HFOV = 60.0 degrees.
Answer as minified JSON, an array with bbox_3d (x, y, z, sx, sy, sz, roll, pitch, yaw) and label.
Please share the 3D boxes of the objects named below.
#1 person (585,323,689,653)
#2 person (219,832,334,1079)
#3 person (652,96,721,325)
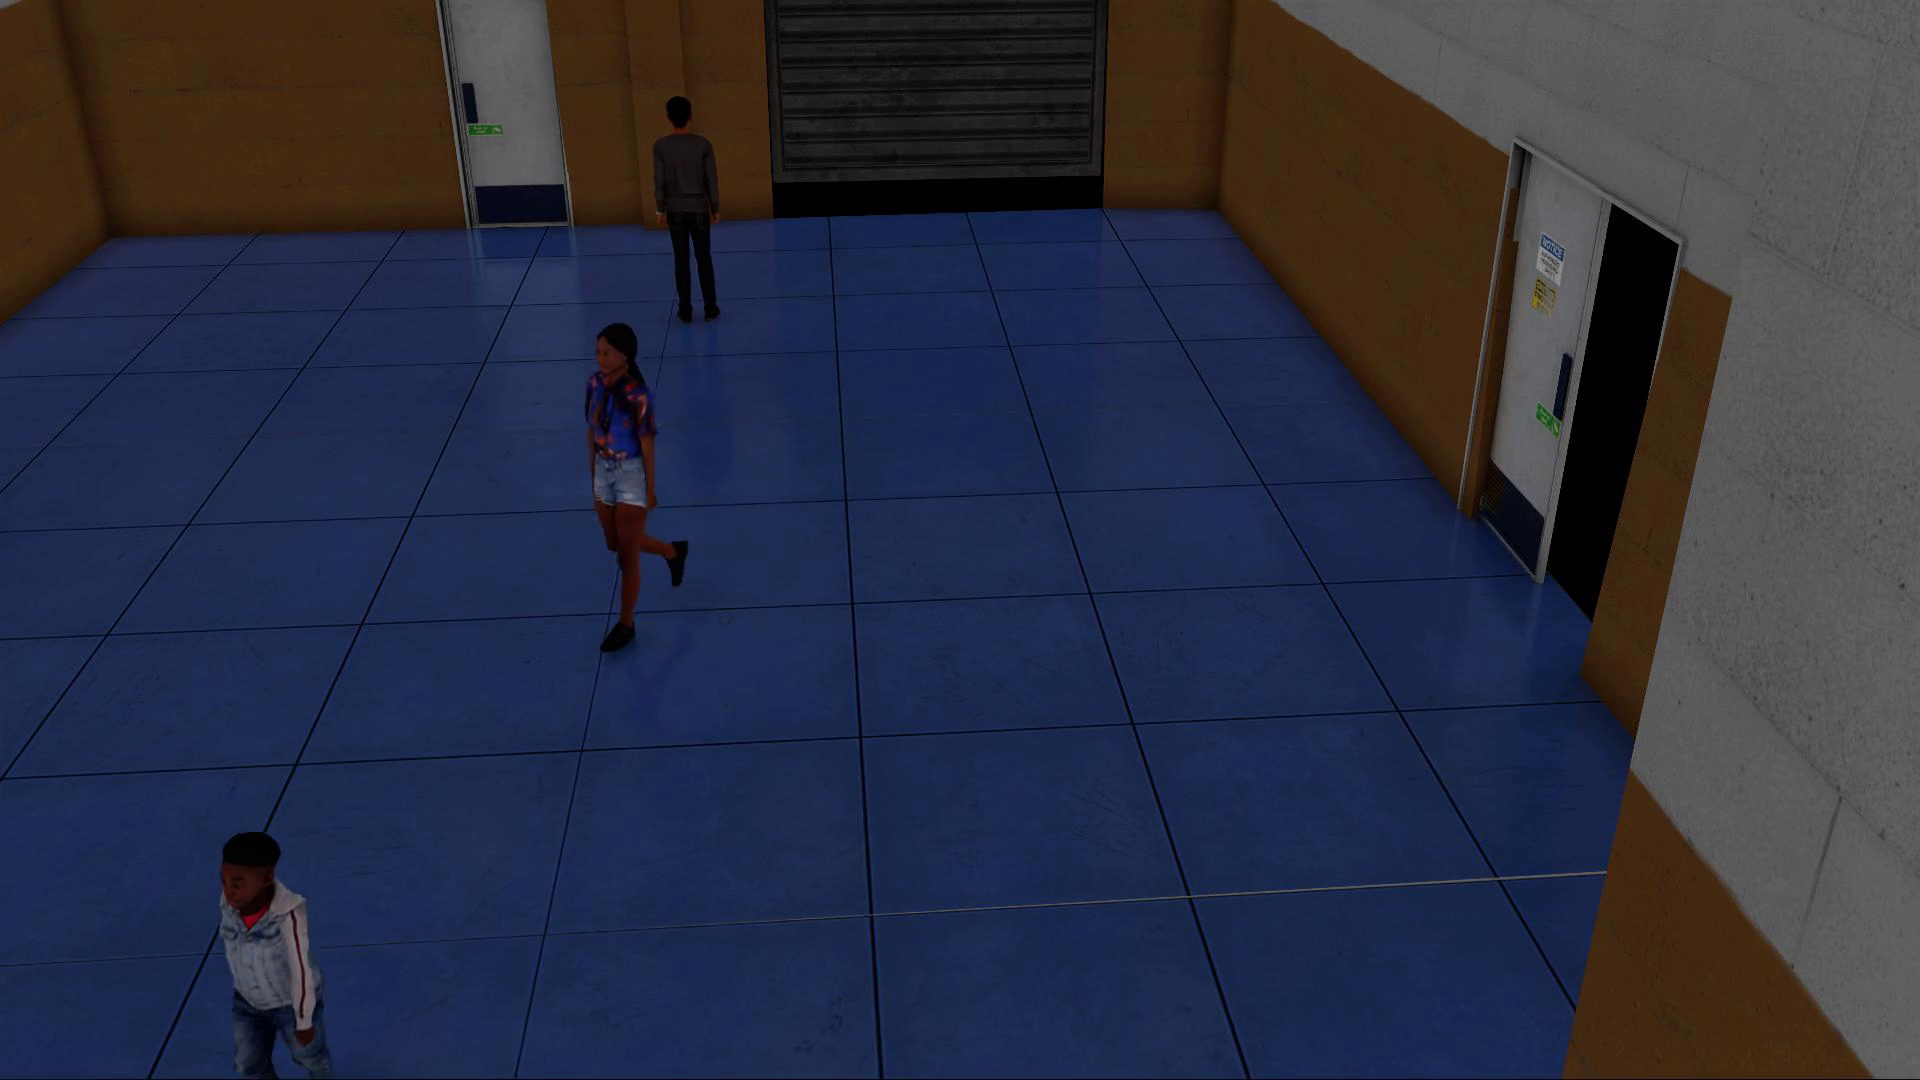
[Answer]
[{"bbox_3d":[-1.682,-0.303,8.615,1.009,1.725,1.004,15,31,27],"label":"person"},{"bbox_3d":[-2.267,1.477,5.625,0.599,1.254,0.652,8,28,16],"label":"person"},{"bbox_3d":[-2.143,-2.580,13.060,0.482,1.765,0.731,10,29,19],"label":"person"}]
